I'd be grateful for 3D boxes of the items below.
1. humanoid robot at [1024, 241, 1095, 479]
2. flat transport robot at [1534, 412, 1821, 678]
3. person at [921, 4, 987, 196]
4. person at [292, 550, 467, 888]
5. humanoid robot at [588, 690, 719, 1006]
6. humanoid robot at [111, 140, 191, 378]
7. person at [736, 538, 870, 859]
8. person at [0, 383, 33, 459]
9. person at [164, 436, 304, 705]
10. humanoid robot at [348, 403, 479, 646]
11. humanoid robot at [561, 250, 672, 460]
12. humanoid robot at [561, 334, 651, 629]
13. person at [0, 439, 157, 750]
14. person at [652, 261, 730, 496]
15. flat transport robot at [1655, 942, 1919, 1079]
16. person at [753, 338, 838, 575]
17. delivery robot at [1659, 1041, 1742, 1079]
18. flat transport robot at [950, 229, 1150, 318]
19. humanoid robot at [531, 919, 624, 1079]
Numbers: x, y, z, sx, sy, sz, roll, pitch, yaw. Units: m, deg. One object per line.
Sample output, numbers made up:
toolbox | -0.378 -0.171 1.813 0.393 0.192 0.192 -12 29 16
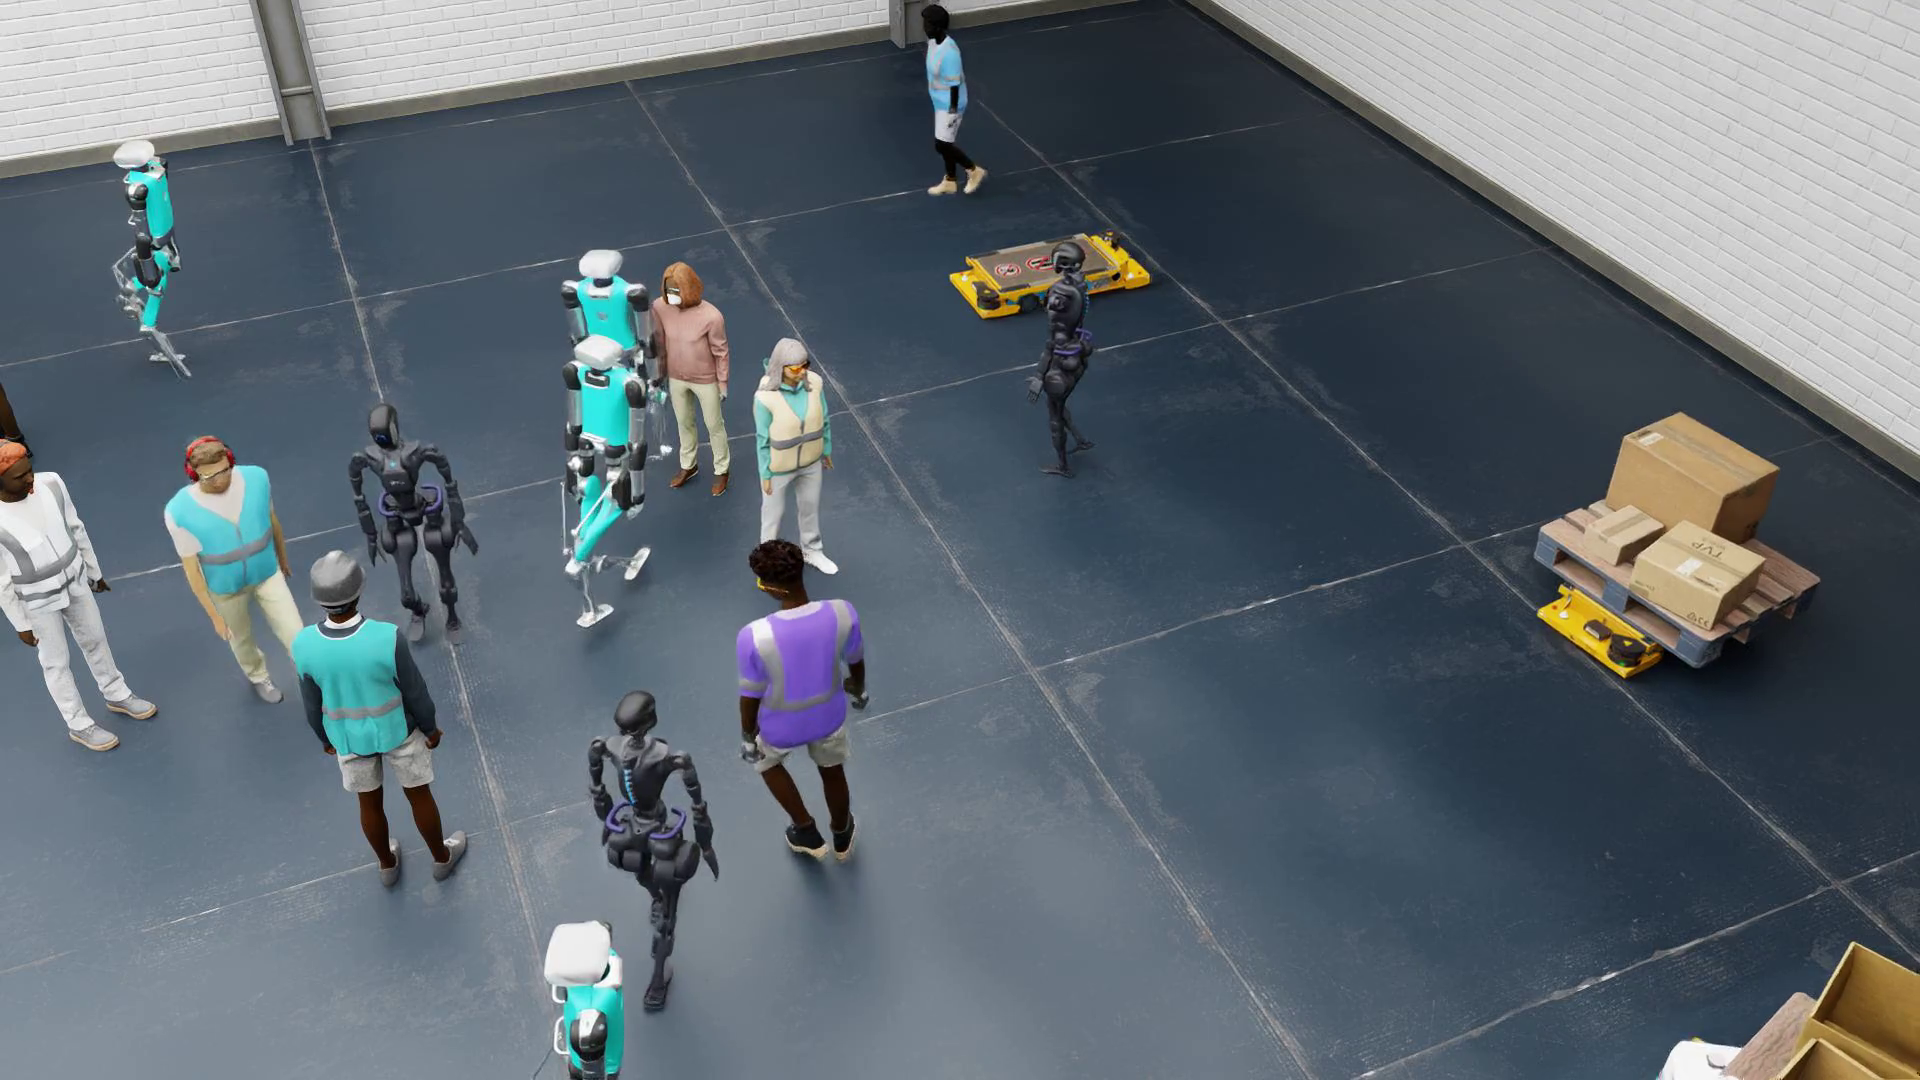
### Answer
humanoid robot | 0.664 -1.122 10.581 0.380 1.650 0.601 17 41 21
flat transport robot | 4.178 0.331 9.843 1.431 0.231 0.659 -21 42 -25
person | -0.086 -3.640 13.852 0.464 1.674 0.548 -8 38 -10
person | -2.729 0.876 7.763 0.566 1.938 0.429 -4 38 -5
humanoid robot | -1.363 1.308 7.441 0.583 1.626 0.750 9 38 11
humanoid robot | -5.733 -1.884 11.584 0.780 1.851 0.538 -1 38 -2
person | -0.726 0.802 7.850 0.718 1.943 0.417 -17 41 -21
person | -6.442 -1.340 10.650 0.354 1.936 0.551 -22 43 -26
person | -3.678 0.259 8.678 0.935 1.797 0.576 31 47 34
humanoid robot | -3.000 -0.072 9.213 0.602 1.647 0.340 -7 38 -9
humanoid robot | -2.106 -1.132 10.600 0.544 1.816 0.802 3 38 4
humanoid robot | -2.102 -0.224 9.389 0.530 1.745 1.009 17 41 21
person | -4.672 0.275 8.597 0.361 1.880 0.573 14 40 17
person | -1.682 -1.013 10.470 0.506 1.631 0.264 12 39 15
flat transport robot | 3.488 2.668 6.801 0.659 0.231 1.431 -27 45 -31
person | -0.977 -0.447 9.686 0.479 1.700 0.374 -23 43 -27
delivery robot | 3.116 2.460 6.827 0.499 0.582 0.773 5 38 7
flat transport robot | 0.702 -2.079 12.980 1.431 0.231 0.659 -14 40 -18
humanoid robot | -1.662 2.121 6.339 0.913 1.791 0.550 -4 38 -5
